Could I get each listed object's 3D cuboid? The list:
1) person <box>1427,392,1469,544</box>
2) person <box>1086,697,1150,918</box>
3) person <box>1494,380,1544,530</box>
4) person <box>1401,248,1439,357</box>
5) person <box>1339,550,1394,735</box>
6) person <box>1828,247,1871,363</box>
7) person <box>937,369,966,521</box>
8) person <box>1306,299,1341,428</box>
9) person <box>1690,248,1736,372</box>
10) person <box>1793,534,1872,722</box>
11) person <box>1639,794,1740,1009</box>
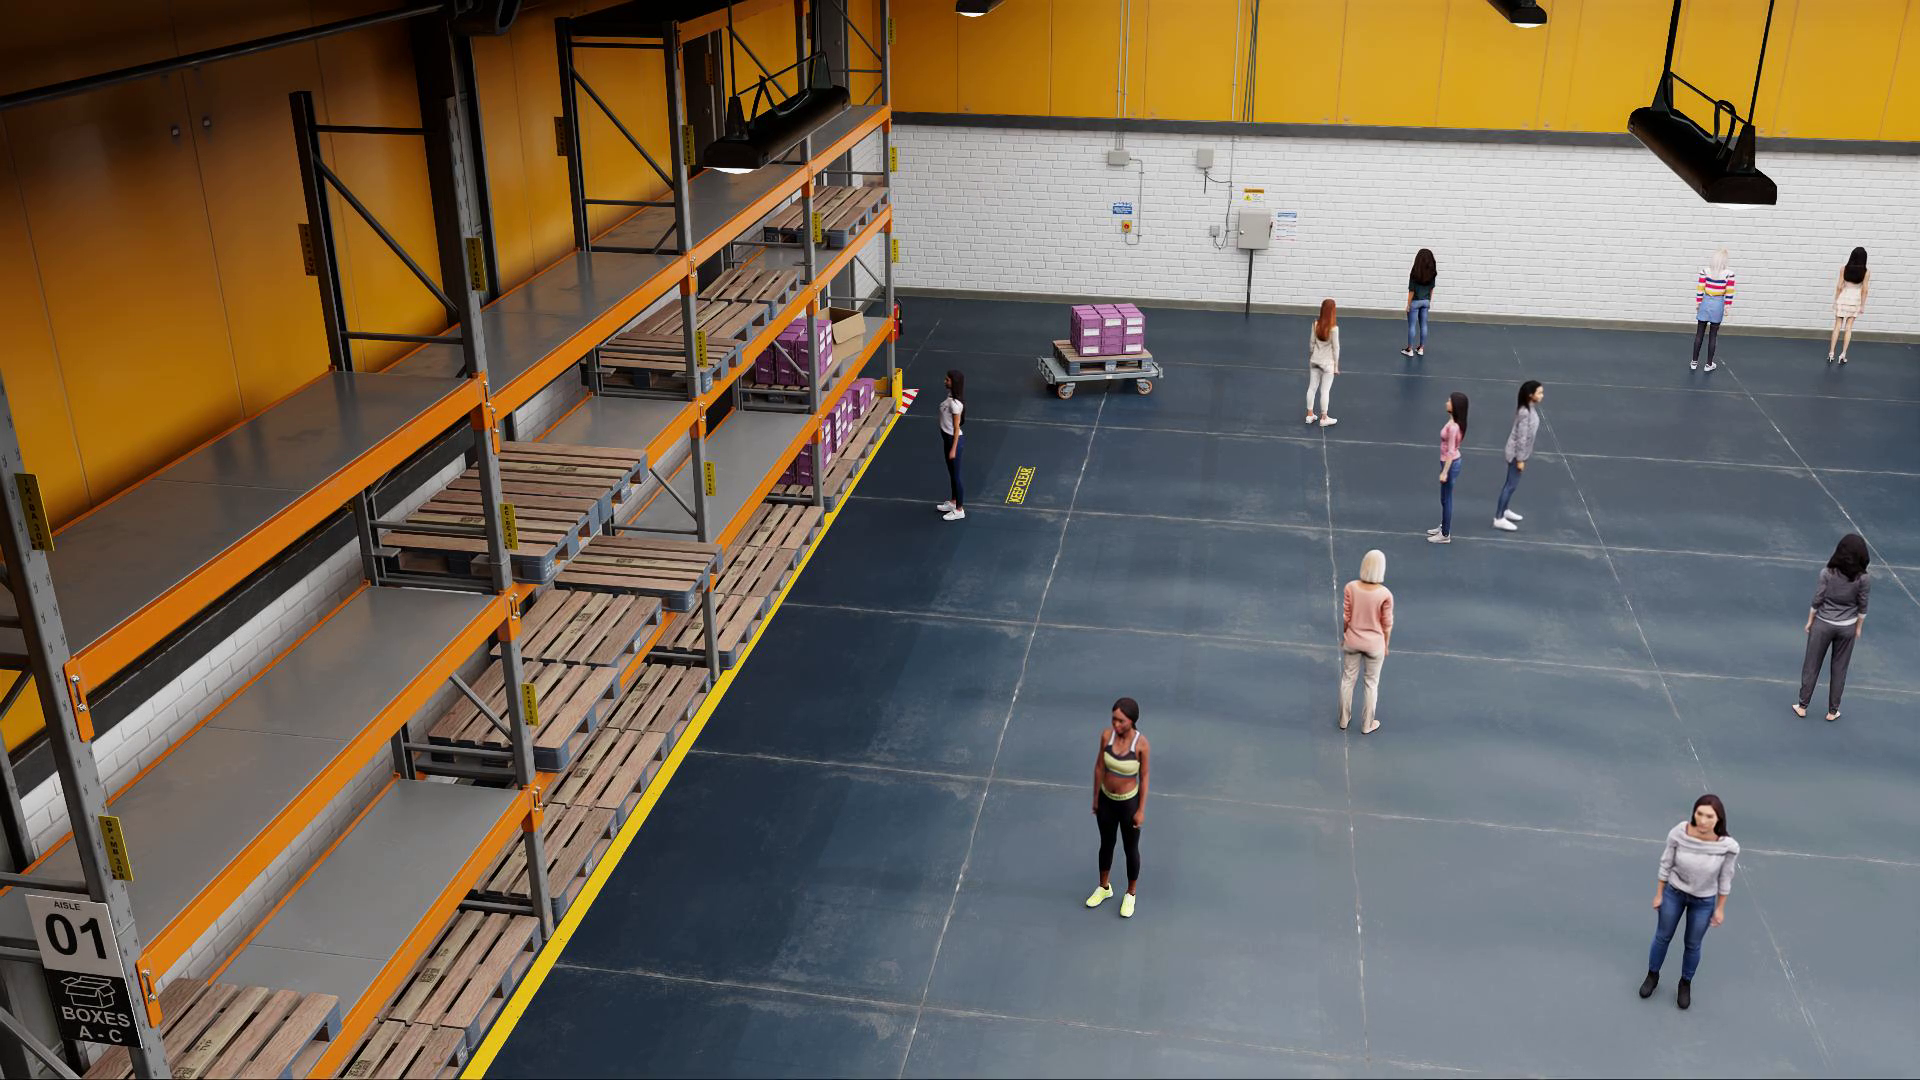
[{"bbox_3d":[5.432,-0.813,18.457,0.667,1.742,0.496,8,25,19],"label":"person"},{"bbox_3d":[1.178,1.925,12.175,0.616,1.755,0.605,12,26,25],"label":"person"},{"bbox_3d":[6.338,-0.991,18.882,0.727,1.727,0.579,11,26,24],"label":"person"},{"bbox_3d":[6.885,-3.568,24.914,0.691,1.617,0.715,-6,24,-13],"label":"person"},{"bbox_3d":[3.551,0.886,14.590,0.663,1.726,0.632,12,27,26],"label":"person"},{"bbox_3d":[13.106,-3.471,24.544,0.649,1.736,0.653,16,28,32],"label":"person"},{"bbox_3d":[-0.069,-1.107,19.086,0.712,1.775,0.572,-4,24,-10],"label":"person"},{"bbox_3d":[4.799,-2.350,22.007,0.724,1.713,0.687,-21,31,-40],"label":"person"},{"bbox_3d":[10.948,-3.371,24.223,0.723,1.809,0.679,15,28,31],"label":"person"},{"bbox_3d":[7.774,0.775,14.797,0.642,1.763,0.581,9,25,20],"label":"person"},{"bbox_3d":[4.914,2.411,11.216,0.661,1.633,0.617,12,26,26],"label":"person"}]
